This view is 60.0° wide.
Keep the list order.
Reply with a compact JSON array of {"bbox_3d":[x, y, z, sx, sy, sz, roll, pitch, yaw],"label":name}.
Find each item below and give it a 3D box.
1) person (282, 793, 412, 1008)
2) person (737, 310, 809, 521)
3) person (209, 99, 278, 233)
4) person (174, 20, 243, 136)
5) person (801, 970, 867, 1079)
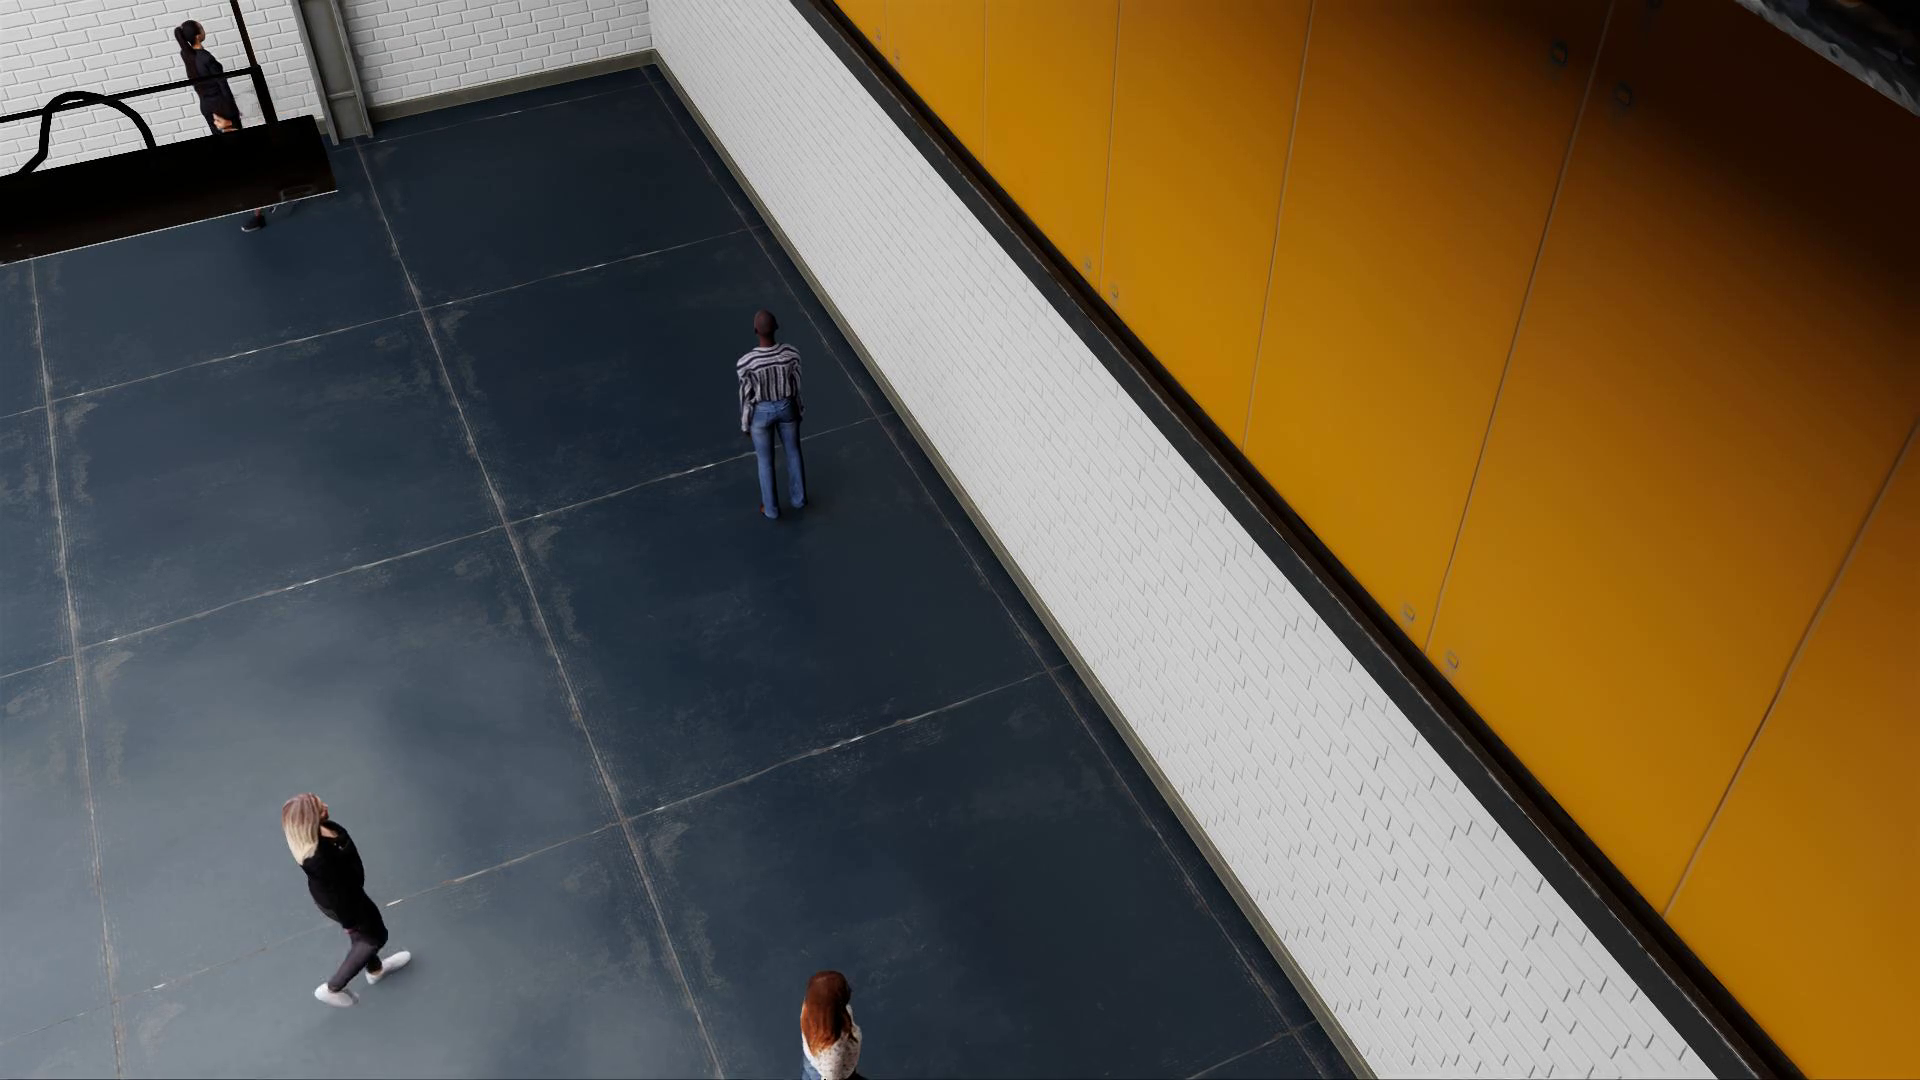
[{"bbox_3d":[-3.422,1.968,8.977,0.852,1.676,0.724,-30,51,-28],"label":"person"},{"bbox_3d":[-1.323,-0.876,11.877,0.460,1.794,0.676,-18,47,-18],"label":"person"},{"bbox_3d":[-6.388,-3.388,14.907,0.739,1.250,0.608,-32,52,-29],"label":"person"},{"bbox_3d":[-6.748,-3.927,15.139,0.644,1.711,0.678,19,47,19],"label":"person"},{"bbox_3d":[-0.723,2.658,8.240,1.101,1.693,0.625,-14,45,-15],"label":"person"}]
